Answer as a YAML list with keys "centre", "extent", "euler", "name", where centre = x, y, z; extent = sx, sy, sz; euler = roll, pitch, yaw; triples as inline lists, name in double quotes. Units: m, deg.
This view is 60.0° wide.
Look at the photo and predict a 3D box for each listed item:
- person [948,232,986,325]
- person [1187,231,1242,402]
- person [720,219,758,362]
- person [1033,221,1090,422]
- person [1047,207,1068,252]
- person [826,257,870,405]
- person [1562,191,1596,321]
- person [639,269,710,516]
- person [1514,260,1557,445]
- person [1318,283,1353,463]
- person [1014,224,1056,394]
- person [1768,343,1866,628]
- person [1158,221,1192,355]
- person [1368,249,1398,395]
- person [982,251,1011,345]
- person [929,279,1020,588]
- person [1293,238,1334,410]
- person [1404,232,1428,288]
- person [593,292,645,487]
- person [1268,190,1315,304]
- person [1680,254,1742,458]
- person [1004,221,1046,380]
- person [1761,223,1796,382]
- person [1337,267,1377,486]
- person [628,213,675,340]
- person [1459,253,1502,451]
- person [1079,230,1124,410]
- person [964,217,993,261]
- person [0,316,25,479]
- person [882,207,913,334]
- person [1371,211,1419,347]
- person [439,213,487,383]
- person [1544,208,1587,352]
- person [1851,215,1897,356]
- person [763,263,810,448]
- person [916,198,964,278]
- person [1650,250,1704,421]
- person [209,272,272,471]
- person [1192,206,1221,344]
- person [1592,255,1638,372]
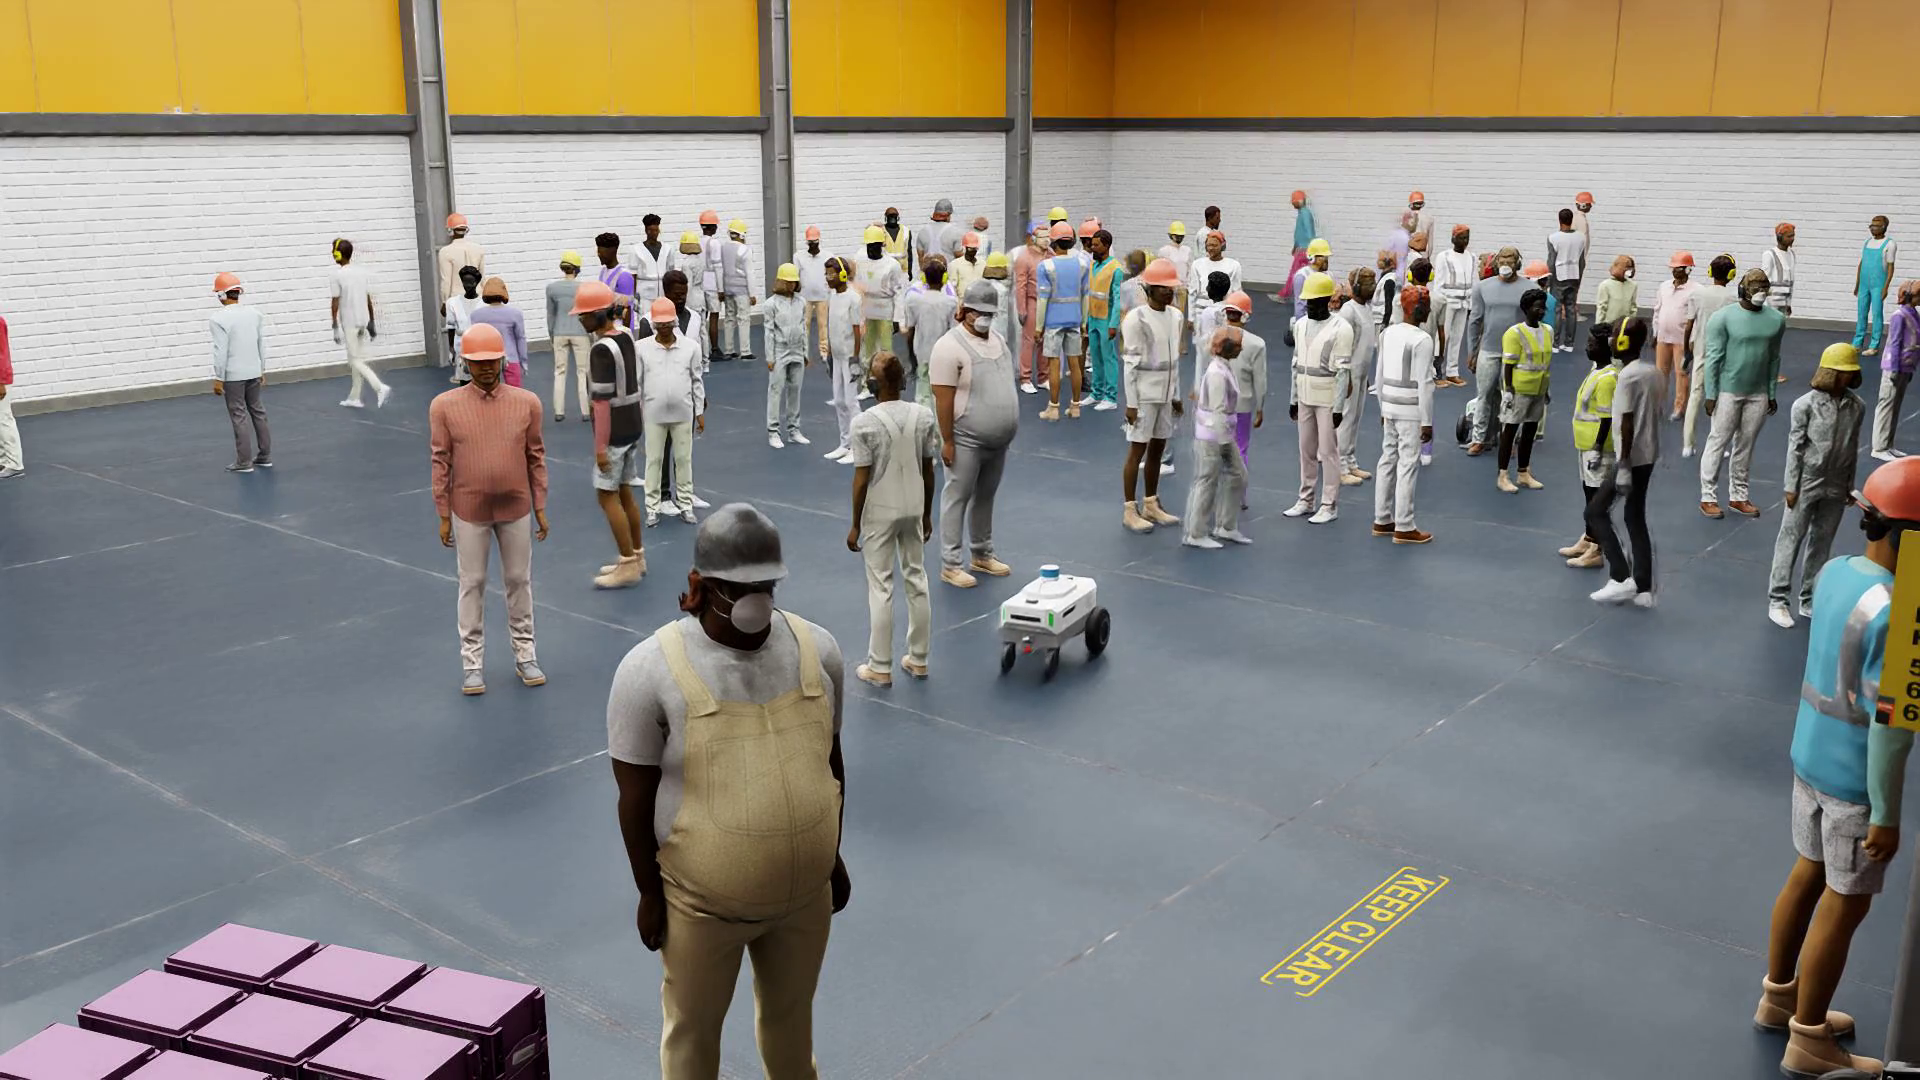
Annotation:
- centre: [0.117, -2.820, 20.025]
  extent: [0.560, 1.752, 0.324]
  euler: [-9, 17, -33]
  name: "person"
- centre: [2.775, -2.434, 18.216]
  extent: [0.584, 1.882, 0.339]
  euler: [6, 15, 23]
  name: "person"
- centre: [-2.860, -3.220, 21.491]
  extent: [0.590, 1.824, 0.404]
  euler: [10, 17, 35]
  name: "person"
- centre: [1.034, -2.238, 17.112]
  extent: [0.605, 2.045, 0.377]
  euler: [-6, 15, -24]
  name: "person"
- centre: [1.334, -3.524, 22.488]
  extent: [0.380, 1.924, 0.593]
  euler: [4, 14, 14]
  name: "person"
- centre: [-1.096, -2.249, 18.011]
  extent: [0.681, 1.615, 0.515]
  euler: [4, 15, 16]
  name: "person"
- centre: [9.629, -4.416, 25.914]
  extent: [0.391, 1.992, 0.623]
  euler: [0, 14, 2]
  name: "person"
- centre: [-2.246, -1.164, 13.085]
  extent: [0.392, 1.915, 0.590]
  euler: [10, 17, 34]
  name: "person"
- centre: [5.454, -1.786, 15.893]
  extent: [0.342, 1.748, 0.572]
  euler: [11, 18, 38]
  name: "person"
- centre: [3.368, -1.464, 14.839]
  extent: [0.307, 1.641, 0.514]
  euler: [-2, 14, -8]
  name: "person"
- centre: [0.918, -2.635, 18.974]
  extent: [0.654, 1.906, 0.408]
  euler: [-12, 19, -40]
  name: "person"
- centre: [5.237, -0.330, 10.097]
  extent: [0.488, 1.743, 0.317]
  euler: [-3, 14, -12]
  name: "person"
- centre: [2.848, -3.317, 21.988]
  extent: [0.533, 1.767, 0.322]
  euler: [-8, 16, -28]
  name: "person"
- centre: [4.800, -2.464, 18.833]
  extent: [0.308, 1.641, 0.514]
  euler: [1, 14, 4]
  name: "person"
- centre: [0.363, -2.092, 17.136]
  extent: [0.312, 1.744, 0.487]
  euler: [-7, 16, -26]
  name: "person"
- centre: [0.141, -0.719, 11.045]
  extent: [0.535, 2.000, 0.684]
  euler: [11, 18, 38]
  name: "person"
- centre: [3.797, -2.298, 17.780]
  extent: [0.592, 1.833, 0.404]
  euler: [-13, 19, -43]
  name: "person"
- centre: [5.992, -3.235, 21.928]
  extent: [0.266, 1.631, 0.507]
  euler: [0, 14, -1]
  name: "person"
- centre: [-2.883, -1.259, 14.019]
  extent: [0.512, 1.641, 0.309]
  euler: [12, 18, 40]
  name: "person"
- centre: [5.832, -4.986, 28.350]
  extent: [1.063, 1.921, 0.692]
  euler: [1, 14, 5]
  name: "person"
- centre: [6.869, -1.668, 15.188]
  extent: [0.536, 1.869, 0.312]
  euler: [11, 18, 38]
  name: "person"
- centre: [0.841, -2.851, 19.847]
  extent: [0.628, 1.894, 0.778]
  euler: [-2, 14, -9]
  name: "person"
- centre: [9.652, -2.797, 19.666]
  extent: [0.585, 1.882, 0.344]
  euler: [-10, 17, -34]
  name: "person"
- centre: [3.362, -1.393, 14.136]
  extent: [0.332, 1.844, 0.516]
  euler: [8, 16, 29]
  name: "person"
- centre: [-3.725, -2.980, 20.237]
  extent: [0.606, 1.965, 0.367]
  euler: [-9, 16, -31]
  name: "person"
- centre: [4.959, -1.754, 15.574]
  extent: [0.391, 1.848, 0.563]
  euler: [9, 17, 32]
  name: "person"
- centre: [1.536, -2.358, 17.847]
  extent: [0.393, 1.920, 0.591]
  euler: [-8, 16, -28]
  name: "person"
- centre: [0.243, -4.164, 25.689]
  extent: [0.617, 1.610, 0.326]
  euler: [-9, 17, -33]
  name: "person"
- centre: [-8.415, -1.404, 14.400]
  extent: [0.573, 1.738, 0.352]
  euler: [12, 18, 39]
  name: "person"
- centre: [-0.984, -3.926, 24.267]
  extent: [0.636, 1.842, 0.429]
  euler: [-4, 14, -14]
  name: "person"
- centre: [6.063, -3.585, 22.920]
  extent: [1.027, 1.837, 0.728]
  euler: [2, 14, 10]
  name: "person"
- centre: [-5.862, -2.847, 19.640]
  extent: [0.379, 1.996, 0.609]
  euler: [12, 18, 39]
  name: "person"
- centre: [8.093, -3.472, 22.309]
  extent: [0.590, 1.913, 0.398]
  euler: [-5, 15, -18]
  name: "person"
- centre: [12.070, -3.363, 22.010]
  extent: [0.341, 1.846, 0.510]
  euler: [-6, 15, -22]
  name: "person"
- centre: [-1.626, -1.749, 15.772]
  extent: [0.493, 1.740, 0.325]
  euler: [-13, 19, -42]
  name: "person"
- centre: [-0.211, -3.614, 22.617]
  extent: [0.689, 2.000, 0.538]
  euler: [7, 16, 26]
  name: "person"
- centre: [7.383, -2.110, 17.185]
  extent: [0.327, 1.752, 0.562]
  euler: [-9, 16, -31]
  name: "person"
- centre: [-6.382, -1.483, 14.684]
  extent: [0.342, 1.749, 0.573]
  euler: [5, 15, 21]
  name: "person"
- centre: [3.429, -3.691, 23.200]
  extent: [0.385, 1.910, 0.592]
  euler: [6, 15, 23]
  name: "person"
- centre: [7.177, -2.300, 18.216]
  extent: [0.503, 1.628, 0.276]
  euler: [-4, 15, -16]
  name: "person"
